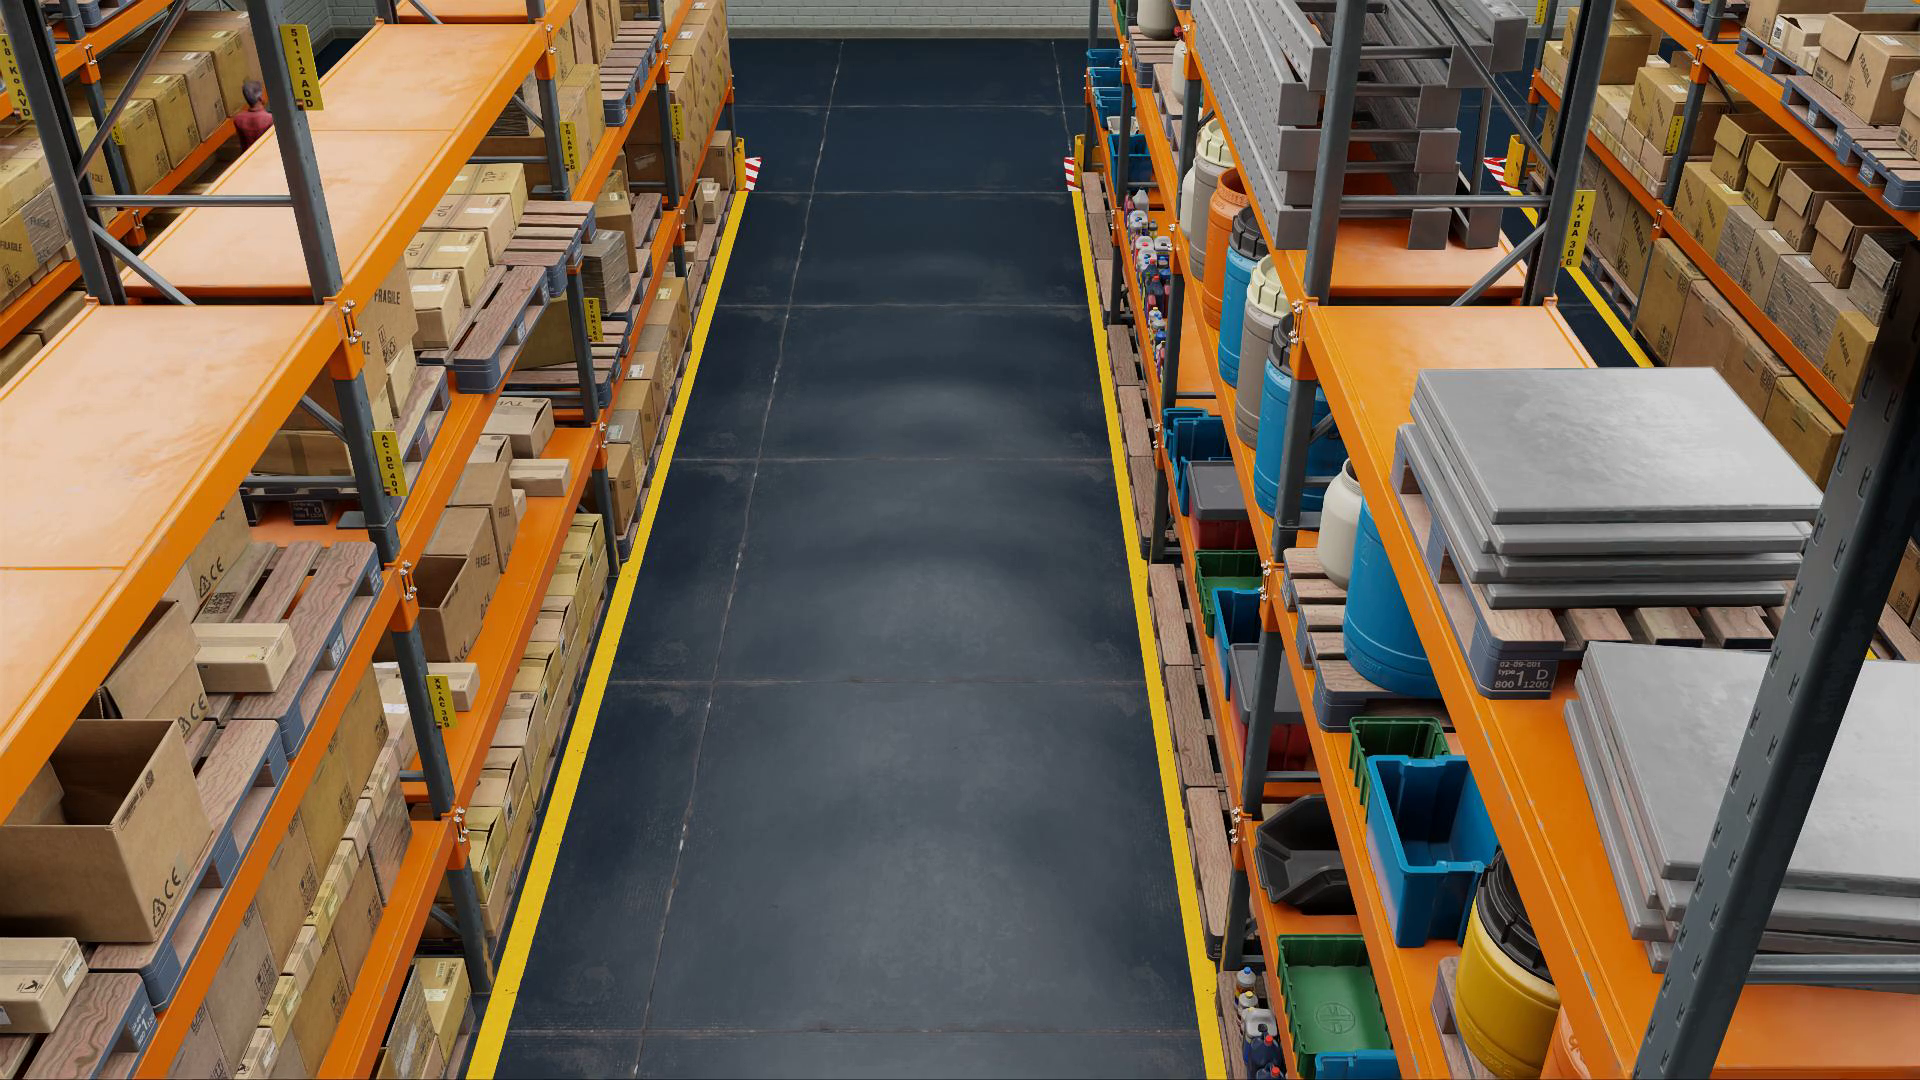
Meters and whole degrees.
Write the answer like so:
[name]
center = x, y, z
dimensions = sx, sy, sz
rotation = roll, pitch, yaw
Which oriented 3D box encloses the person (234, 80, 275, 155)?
[person]
center = -7.003, -3.736, 16.854
dimensions = 0.720, 1.829, 0.630
rotation = 7, 34, 10
